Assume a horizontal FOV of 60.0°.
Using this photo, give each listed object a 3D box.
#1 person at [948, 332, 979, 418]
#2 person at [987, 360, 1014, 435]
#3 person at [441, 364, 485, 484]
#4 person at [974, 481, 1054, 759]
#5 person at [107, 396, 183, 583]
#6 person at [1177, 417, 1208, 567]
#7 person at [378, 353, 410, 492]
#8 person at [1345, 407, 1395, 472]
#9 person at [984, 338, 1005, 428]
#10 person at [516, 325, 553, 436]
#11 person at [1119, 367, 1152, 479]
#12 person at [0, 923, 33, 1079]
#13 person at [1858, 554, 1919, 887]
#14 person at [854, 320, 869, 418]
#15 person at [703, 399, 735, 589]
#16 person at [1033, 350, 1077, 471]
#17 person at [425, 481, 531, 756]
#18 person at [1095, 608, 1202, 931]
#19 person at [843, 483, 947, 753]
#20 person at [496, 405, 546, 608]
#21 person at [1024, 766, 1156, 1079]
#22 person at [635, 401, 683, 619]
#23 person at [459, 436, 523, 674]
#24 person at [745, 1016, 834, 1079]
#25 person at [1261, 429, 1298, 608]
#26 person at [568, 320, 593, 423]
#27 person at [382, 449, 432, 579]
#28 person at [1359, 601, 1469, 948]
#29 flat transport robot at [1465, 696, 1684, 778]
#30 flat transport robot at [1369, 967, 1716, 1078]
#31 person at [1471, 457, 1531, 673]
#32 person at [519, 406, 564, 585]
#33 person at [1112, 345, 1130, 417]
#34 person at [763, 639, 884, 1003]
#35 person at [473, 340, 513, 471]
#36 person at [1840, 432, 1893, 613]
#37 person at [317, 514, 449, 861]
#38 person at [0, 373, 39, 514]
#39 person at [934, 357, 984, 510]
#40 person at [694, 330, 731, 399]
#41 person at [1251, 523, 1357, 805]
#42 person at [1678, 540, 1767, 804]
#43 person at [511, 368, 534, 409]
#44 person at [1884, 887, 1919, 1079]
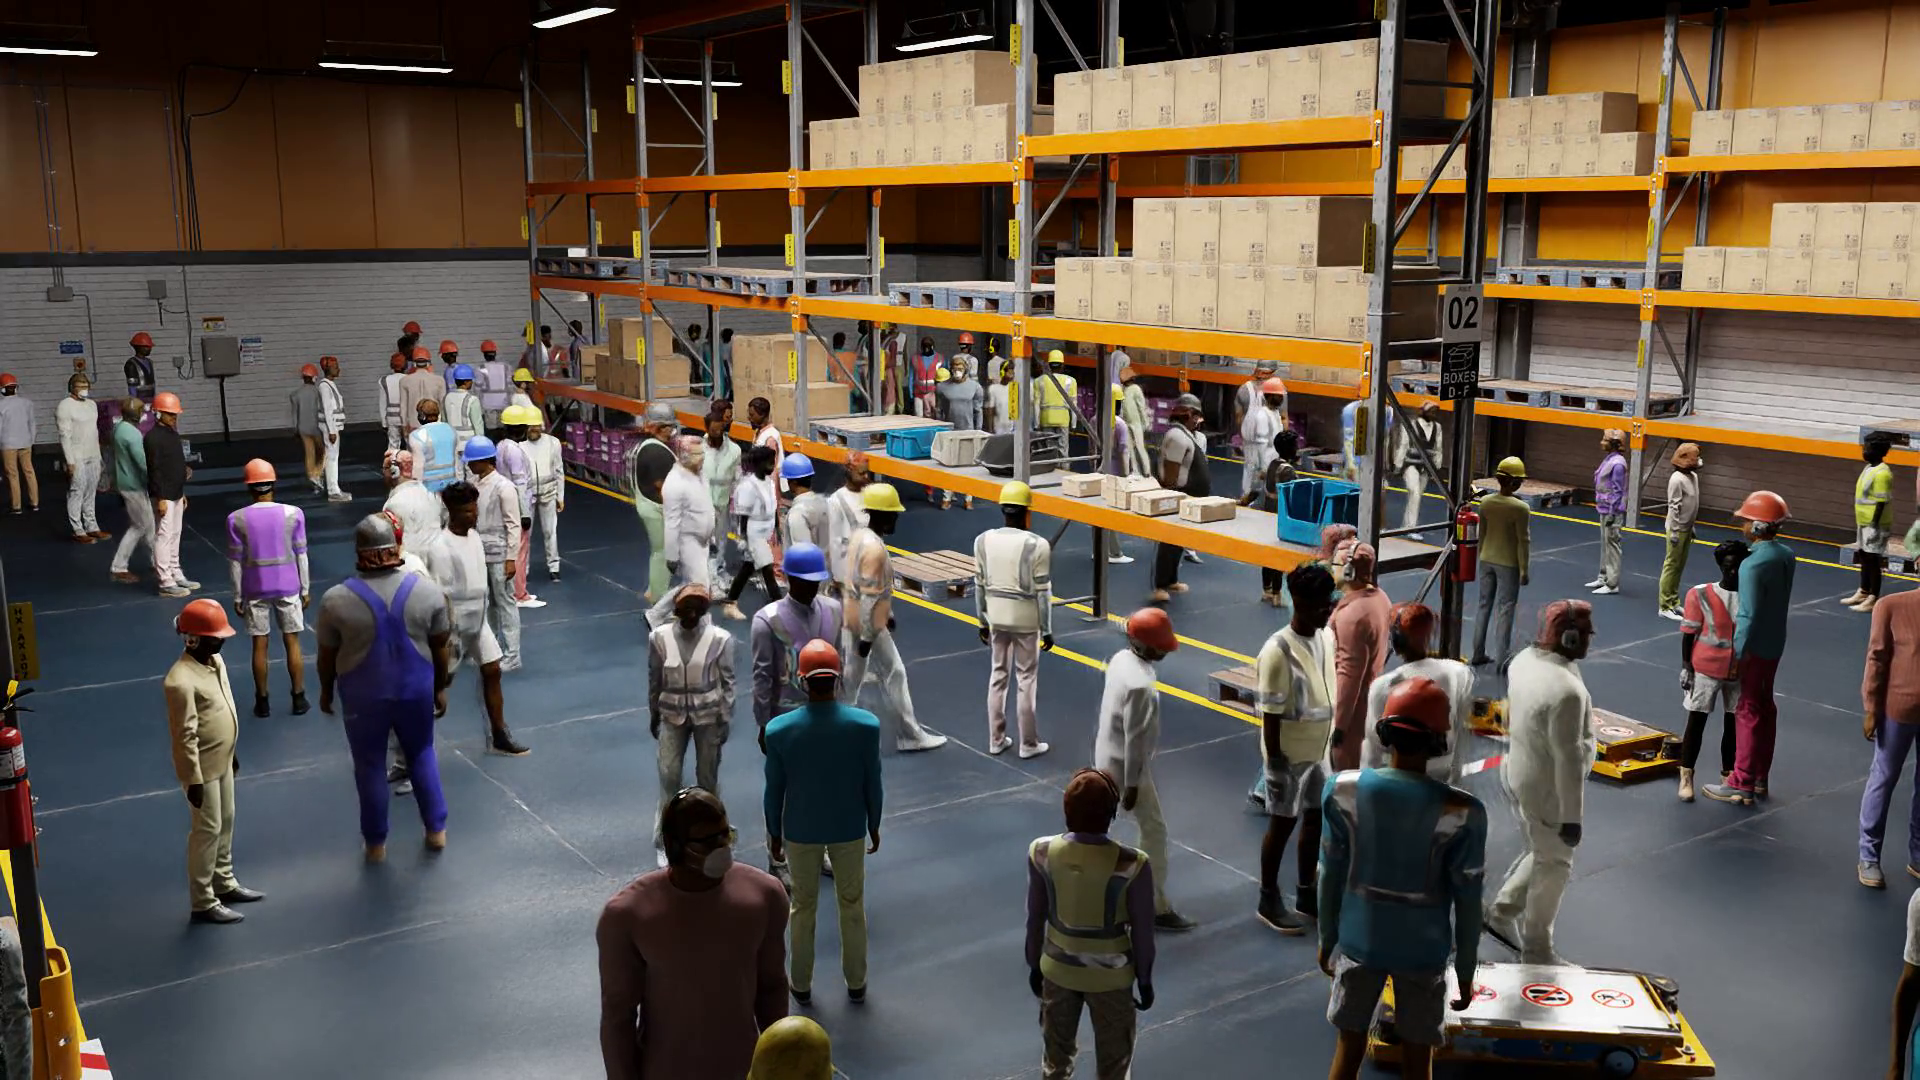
[{"bbox_3d":[0.078,-2.203,25.420,0.543,1.929,0.385,9,14,39],"label":"person"},{"bbox_3d":[0.576,-1.423,21.619,0.574,1.848,0.474,-7,13,-31],"label":"person"},{"bbox_3d":[-5.888,-1.120,19.822,0.616,1.946,0.392,6,13,29],"label":"person"},{"bbox_3d":[0.369,0.548,11.378,0.585,1.915,0.385,7,13,32],"label":"person"},{"bbox_3d":[-8.369,-0.510,16.888,0.736,1.912,0.628,-8,13,-34],"label":"person"},{"bbox_3d":[2.407,-0.583,17.606,0.566,1.742,0.352,-7,13,-33],"label":"person"},{"bbox_3d":[-7.494,-1.571,22.326,0.575,1.877,0.358,0,11,-1],"label":"person"},{"bbox_3d":[4.812,-1.007,19.656,0.575,1.798,0.974,-5,12,-25],"label":"person"},{"bbox_3d":[0.519,-2.134,25.236,0.333,1.864,0.504,6,12,26],"label":"person"},{"bbox_3d":[-6.821,-2.480,26.542,0.535,2.000,0.692,-5,12,-25],"label":"person"},{"bbox_3d":[2.443,-1.613,23.244,0.413,1.596,0.605,-6,12,-26],"label":"person"},{"bbox_3d":[-3.293,1.785,5.479,0.487,1.744,0.313,2,11,9],"label":"person"},{"bbox_3d":[5.289,0.947,9.147,0.611,1.986,0.393,1,11,7],"label":"person"},{"bbox_3d":[-1.703,-3.091,30.185,0.430,1.845,0.624,-3,12,-16],"label":"person"},{"bbox_3d":[-2.402,-0.454,16.533,0.408,1.907,0.598,0,11,0],"label":"person"},{"bbox_3d":[1.267,-1.572,22.195,0.594,1.922,0.385,1,11,4],"label":"person"},{"bbox_3d":[-3.481,0.536,11.410,0.973,1.931,0.597,3,12,16],"label":"person"},{"bbox_3d":[0.911,1.176,8.722,0.633,1.703,0.628,-2,11,-10],"label":"person"},{"bbox_3d":[-0.497,0.545,11.435,0.897,1.887,0.604,-2,11,-12],"label":"person"},{"bbox_3d":[-4.187,-0.316,15.763,0.364,1.927,0.587,-6,13,-28],"label":"person"},{"bbox_3d":[0.487,1.672,6.357,0.520,1.633,0.314,5,12,25],"label":"person"},{"bbox_3d":[-2.700,-0.275,15.259,0.535,2.000,0.694,-2,11,-11],"label":"person"},{"bbox_3d":[-3.818,0.115,13.519,0.617,1.938,0.399,9,14,38],"label":"person"},{"bbox_3d":[-0.441,2.036,4.234,0.490,1.728,0.324,3,11,13],"label":"person"},{"bbox_3d":[3.048,-0.208,15.799,0.321,1.696,0.537,-1,11,-7],"label":"person"},{"bbox_3d":[-6.504,-2.802,28.480,0.374,1.933,0.625,1,11,4],"label":"person"},{"bbox_3d":[-4.325,0.239,12.977,0.402,1.906,0.652,0,11,-2],"label":"person"},{"bbox_3d":[2.173,1.206,8.101,0.597,1.871,0.412,-6,12,-27],"label":"person"},{"bbox_3d":[4.281,1.327,11.605,0.652,0.197,1.431,-6,12,-27],"label":"flat transport robot"},{"bbox_3d":[2.550,2.134,7.474,1.431,0.197,0.652,1,11,7],"label":"flat transport robot"},{"bbox_3d":[4.434,0.196,13.578,0.339,1.761,0.528,-6,13,-28],"label":"person"},{"bbox_3d":[-4.268,-0.445,16.703,0.594,1.823,0.406,-5,12,-22],"label":"person"},{"bbox_3d":[2.530,-2.361,26.472,0.349,1.836,0.517,-8,14,-35],"label":"person"},{"bbox_3d":[-0.641,1.324,7.840,0.563,1.743,0.350,-1,11,-7],"label":"person"},{"bbox_3d":[-6.853,-1.967,24.288,0.558,1.892,0.878,-9,14,-38],"label":"person"},{"bbox_3d":[8.538,-0.161,15.577,0.322,1.688,0.545,3,11,13],"label":"person"},{"bbox_3d":[-3.306,0.841,9.550,0.702,2.000,0.537,-6,13,-30],"label":"person"},{"bbox_3d":[-11.820,-1.208,20.770,0.335,1.749,0.576,5,12,24],"label":"person"},{"bbox_3d":[-0.019,-1.338,20.961,0.632,1.940,0.372,1,11,3],"label":"person"},{"bbox_3d":[-4.243,-2.747,28.527,0.650,1.789,0.848,-3,11,-13],"label":"person"},{"bbox_3d":[2.241,0.810,10.155,0.886,1.873,0.652,-1,11,-4],"label":"person"},{"bbox_3d":[4.813,0.829,10.493,0.542,1.695,0.316,2,11,9],"label":"person"},{"bbox_3d":[-5.576,-1.321,21.321,0.315,1.767,0.535,0,11,1],"label":"person"},{"bbox_3d":[3.289,1.751,5.395,0.506,1.846,0.345,9,14,38],"label":"person"}]
